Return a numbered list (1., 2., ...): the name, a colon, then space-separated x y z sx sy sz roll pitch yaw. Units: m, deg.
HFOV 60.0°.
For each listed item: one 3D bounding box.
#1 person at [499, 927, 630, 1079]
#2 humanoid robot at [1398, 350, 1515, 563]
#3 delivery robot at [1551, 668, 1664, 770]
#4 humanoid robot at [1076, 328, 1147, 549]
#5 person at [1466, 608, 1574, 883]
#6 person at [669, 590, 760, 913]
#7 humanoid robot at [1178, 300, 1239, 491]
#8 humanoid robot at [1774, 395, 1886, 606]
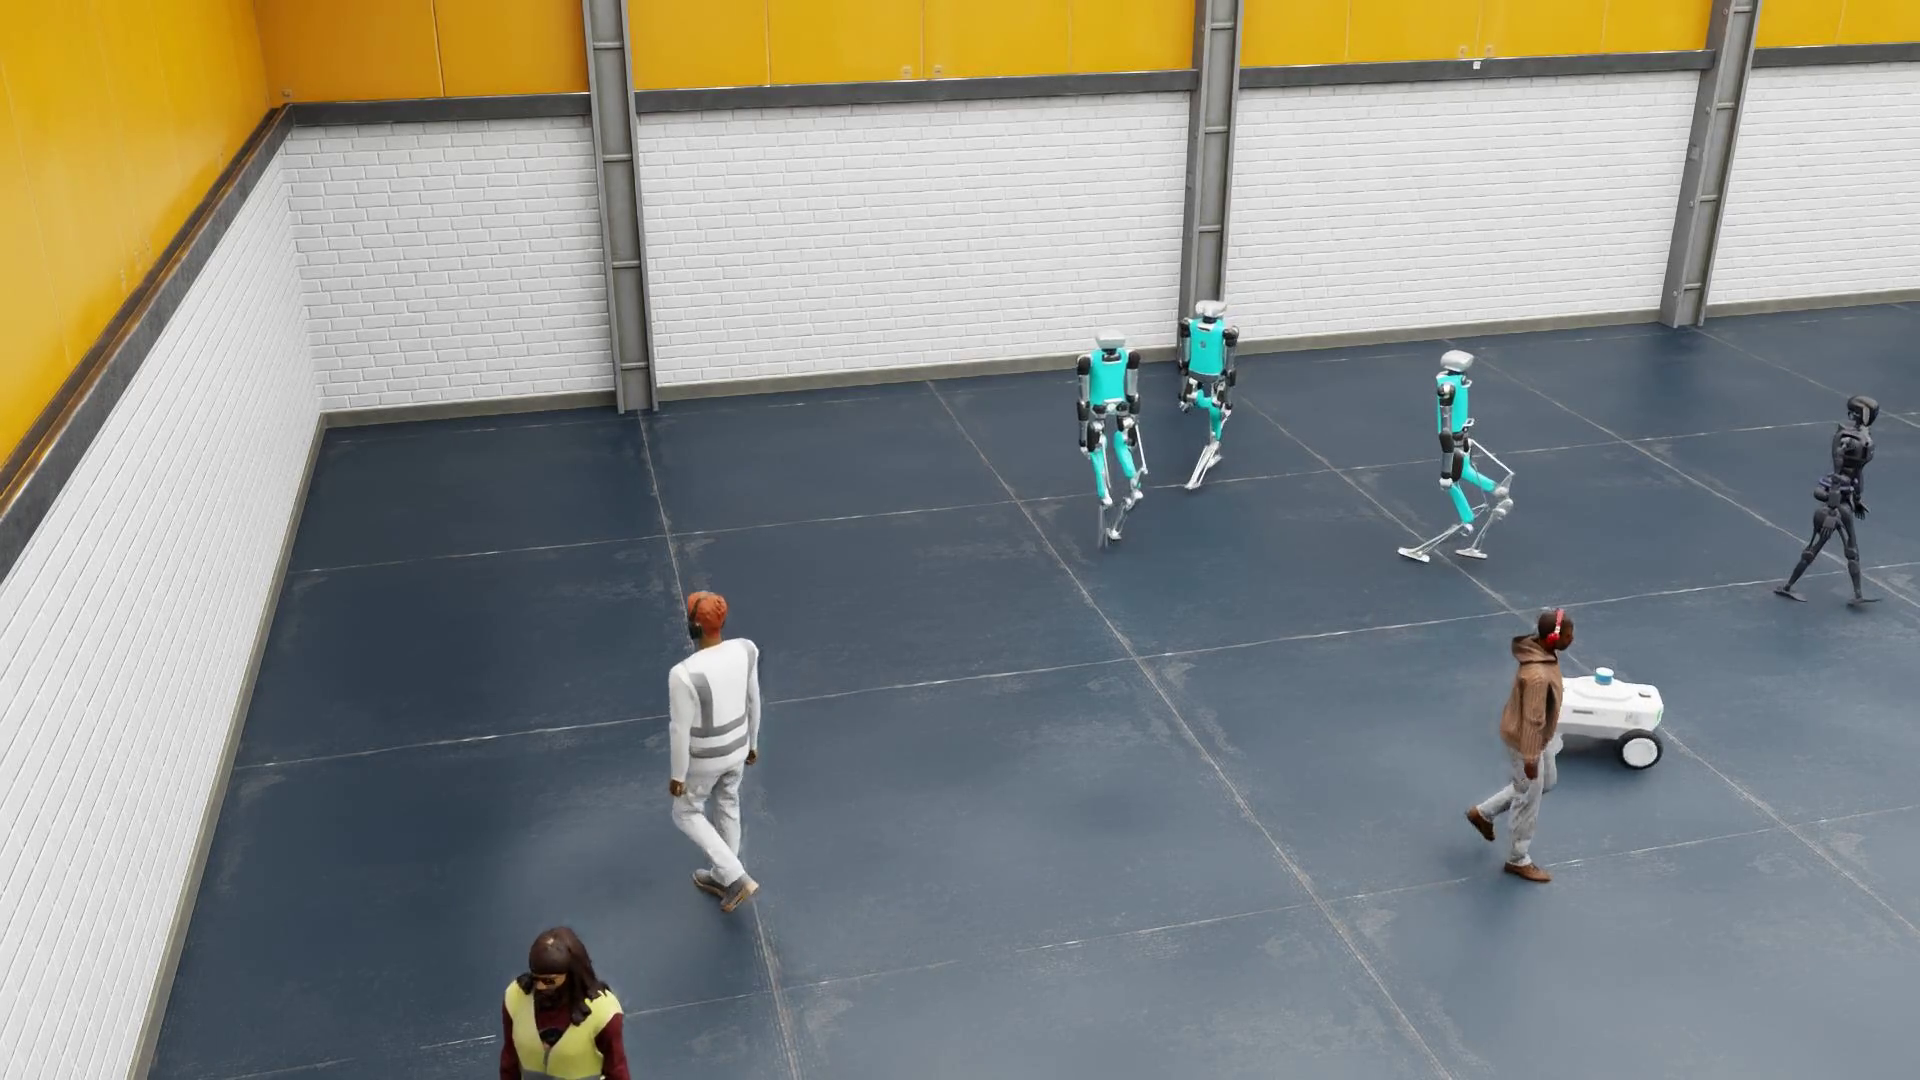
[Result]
1. person: -1.507 2.207 6.533 0.479 1.741 0.847 6 25 14
2. humanoid robot: 3.956 -0.571 12.858 0.912 1.766 0.540 11 26 24
3. delivery robot: 4.055 1.105 10.519 0.811 0.613 0.499 4 24 10
4. humanoid robot: 1.251 -0.708 13.279 0.539 1.893 0.695 -7 25 -16
5. person: 3.113 1.105 9.140 0.429 1.639 0.491 10 26 21
6. person: -1.281 1.137 8.787 0.502 1.872 0.591 18 30 36
7. humanoid robot: 2.237 -1.301 14.538 0.544 1.734 1.048 14 28 30
8. humanoid robot: 6.539 -0.261 12.232 0.720 1.631 0.591 22 32 40
